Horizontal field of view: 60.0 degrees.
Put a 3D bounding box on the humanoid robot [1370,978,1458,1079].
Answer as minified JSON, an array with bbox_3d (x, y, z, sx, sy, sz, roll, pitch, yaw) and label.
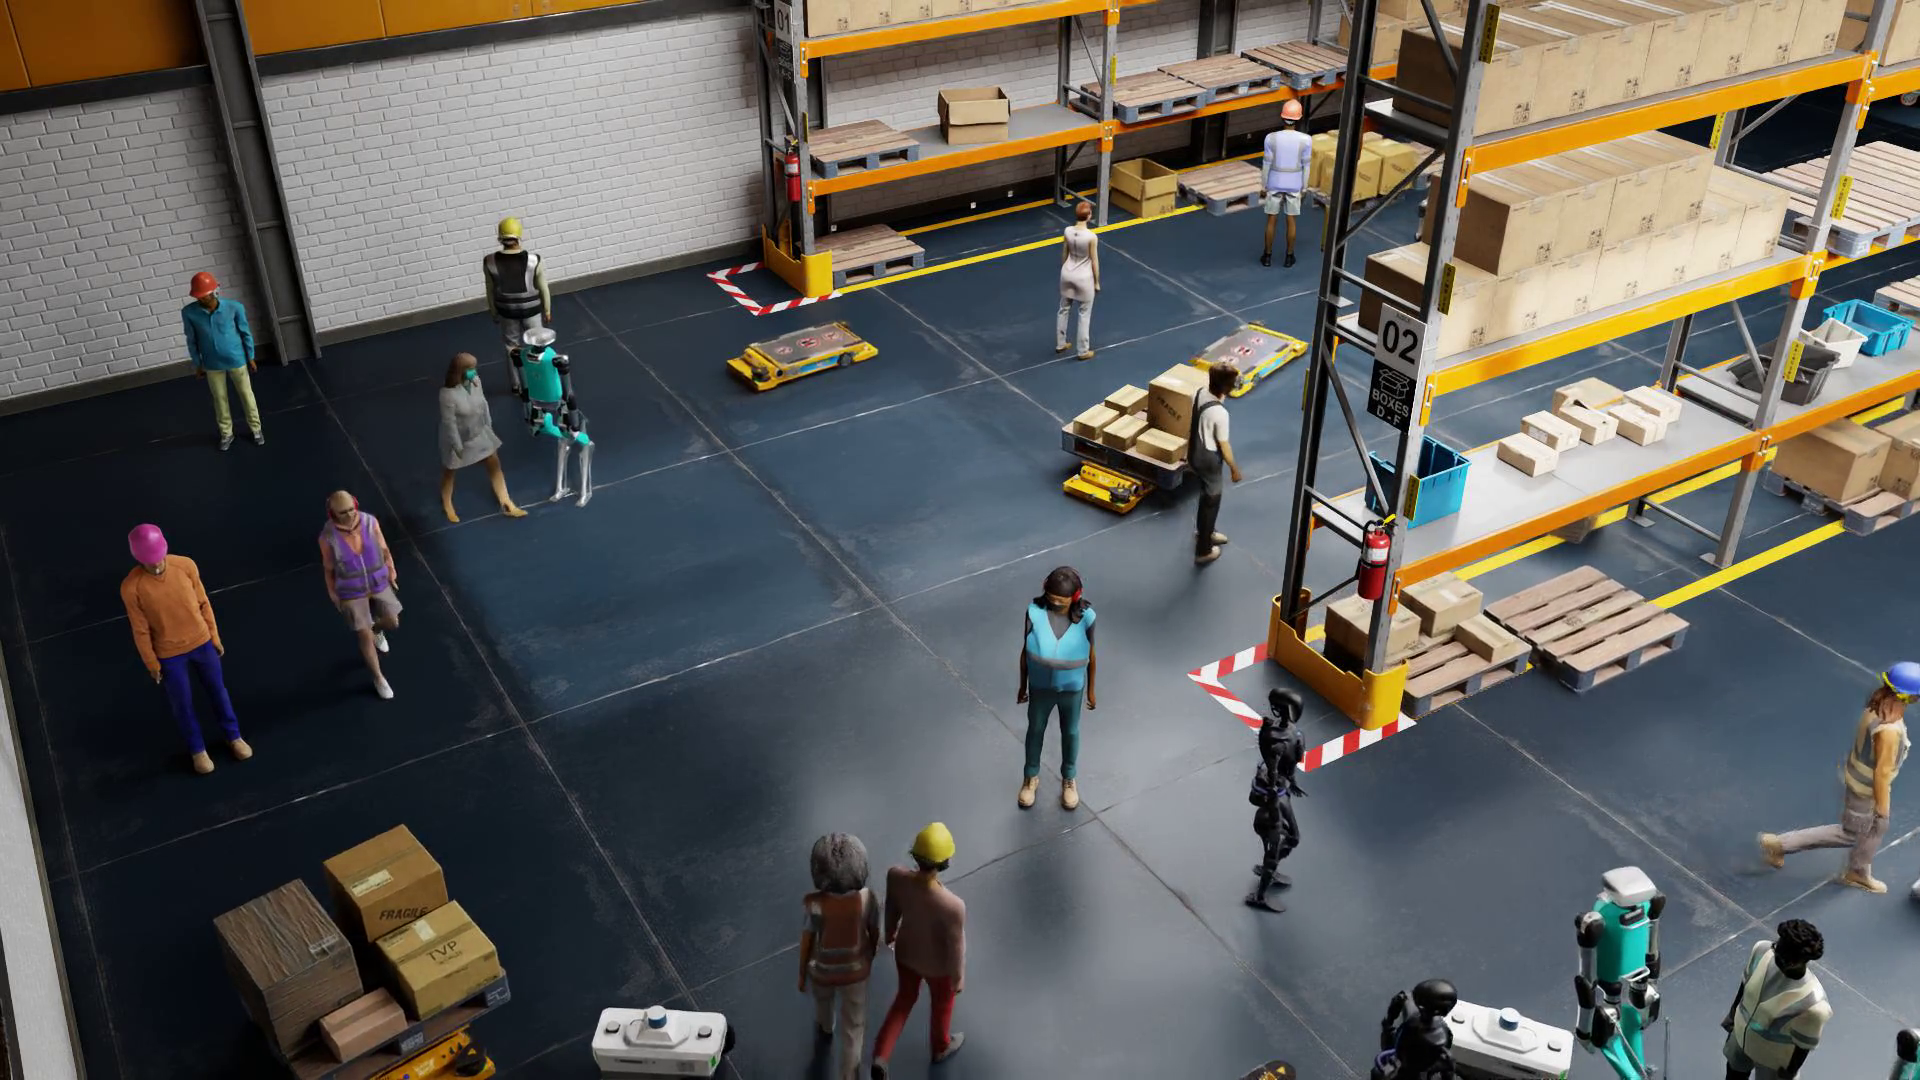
[{"bbox_3d":[2.271,2.770,8.340,0.374,1.656,0.603,-11,34,-16],"label":"humanoid robot"}]

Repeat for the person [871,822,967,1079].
[{"bbox_3d":[-0.235,2.298,9.030,0.555,1.740,0.635,20,37,29],"label":"person"}]

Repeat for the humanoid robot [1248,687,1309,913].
[{"bbox_3d":[1.951,1.593,10.209,0.338,1.647,0.587,11,34,17],"label":"humanoid robot"}]

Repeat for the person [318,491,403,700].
[{"bbox_3d":[-4.399,0.339,12.215,0.498,1.680,0.576,-24,39,-33],"label":"person"}]

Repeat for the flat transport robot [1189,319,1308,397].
[{"bbox_3d":[2.933,-1.872,17.069,0.659,0.231,1.431,23,39,32],"label":"flat transport robot"}]

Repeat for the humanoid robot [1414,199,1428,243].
[{"bbox_3d":[5.038,-2.853,17.330,0.549,1.848,0.794,23,39,32],"label":"humanoid robot"}]

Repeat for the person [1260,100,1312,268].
[{"bbox_3d":[3.702,-4.058,18.986,0.542,1.939,0.358,6,33,9],"label":"person"}]

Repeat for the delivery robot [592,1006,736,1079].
[{"bbox_3d":[-1.638,2.853,9.283,0.804,0.614,0.499,2,32,3],"label":"delivery robot"}]

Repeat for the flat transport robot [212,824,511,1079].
[{"bbox_3d":[-3.340,2.784,9.643,0.659,0.231,1.431,-25,40,-34],"label":"flat transport robot"}]

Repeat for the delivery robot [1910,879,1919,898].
[{"bbox_3d":[6.467,2.096,10.476,0.784,0.599,0.499,-8,33,-13],"label":"delivery robot"}]

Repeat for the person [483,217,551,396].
[{"bbox_3d":[-4.295,-2.263,16.235,0.594,1.821,0.403,-4,32,-7],"label":"person"}]

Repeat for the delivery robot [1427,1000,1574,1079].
[{"bbox_3d":[3.011,2.845,9.265,0.774,0.581,0.499,12,34,19],"label":"delivery robot"}]

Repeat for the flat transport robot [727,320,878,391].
[{"bbox_3d":[-1.618,-1.912,17.134,1.431,0.231,0.659,-21,38,-29],"label":"flat transport robot"}]

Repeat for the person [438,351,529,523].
[{"bbox_3d":[-4.178,-0.870,14.203,0.748,1.611,0.513,22,38,31],"label":"person"}]

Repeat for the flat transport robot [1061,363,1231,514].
[{"bbox_3d":[1.626,-0.695,15.192,0.659,0.231,1.431,23,39,32],"label":"flat transport robot"}]

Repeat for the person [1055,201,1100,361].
[{"bbox_3d":[1.212,-2.654,17.016,0.436,1.651,0.292,23,39,32],"label":"person"}]

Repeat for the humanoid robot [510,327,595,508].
[{"bbox_3d":[-3.454,-1.114,14.443,0.533,1.742,0.714,10,33,15],"label":"humanoid robot"}]

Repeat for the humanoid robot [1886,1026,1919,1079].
[{"bbox_3d":[4.227,3.061,7.861,0.959,1.770,0.567,-11,34,-17],"label":"humanoid robot"}]

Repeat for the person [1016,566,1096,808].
[{"bbox_3d":[0.645,0.964,11.039,0.528,1.870,0.394,4,32,6],"label":"person"}]

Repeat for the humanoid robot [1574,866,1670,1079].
[{"bbox_3d":[3.516,2.607,8.612,0.548,1.807,0.864,-15,35,-22],"label":"humanoid robot"}]

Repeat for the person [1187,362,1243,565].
[{"bbox_3d":[2.082,-0.654,13.664,0.435,1.824,0.553,-6,33,-10],"label":"person"}]

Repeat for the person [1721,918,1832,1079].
[{"bbox_3d":[4.158,2.602,8.592,0.320,1.693,0.532,-8,33,-13],"label":"person"}]

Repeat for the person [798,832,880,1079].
[{"bbox_3d":[-0.665,2.264,9.154,0.454,1.655,0.767,-2,32,-4],"label":"person"}]

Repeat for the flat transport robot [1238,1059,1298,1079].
[{"bbox_3d":[1.395,3.321,8.788,1.431,0.231,0.659,-21,38,-29],"label":"flat transport robot"}]

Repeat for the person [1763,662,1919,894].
[{"bbox_3d":[5.588,1.471,10.346,0.712,1.743,0.470,15,35,23],"label":"person"}]

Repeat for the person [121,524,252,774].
[{"bbox_3d":[-5.308,0.725,11.332,0.519,1.972,0.404,-26,40,-35],"label":"person"}]

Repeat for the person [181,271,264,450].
[{"bbox_3d":[-6.790,-1.666,15.344,0.562,1.748,0.336,-9,33,-13],"label":"person"}]
